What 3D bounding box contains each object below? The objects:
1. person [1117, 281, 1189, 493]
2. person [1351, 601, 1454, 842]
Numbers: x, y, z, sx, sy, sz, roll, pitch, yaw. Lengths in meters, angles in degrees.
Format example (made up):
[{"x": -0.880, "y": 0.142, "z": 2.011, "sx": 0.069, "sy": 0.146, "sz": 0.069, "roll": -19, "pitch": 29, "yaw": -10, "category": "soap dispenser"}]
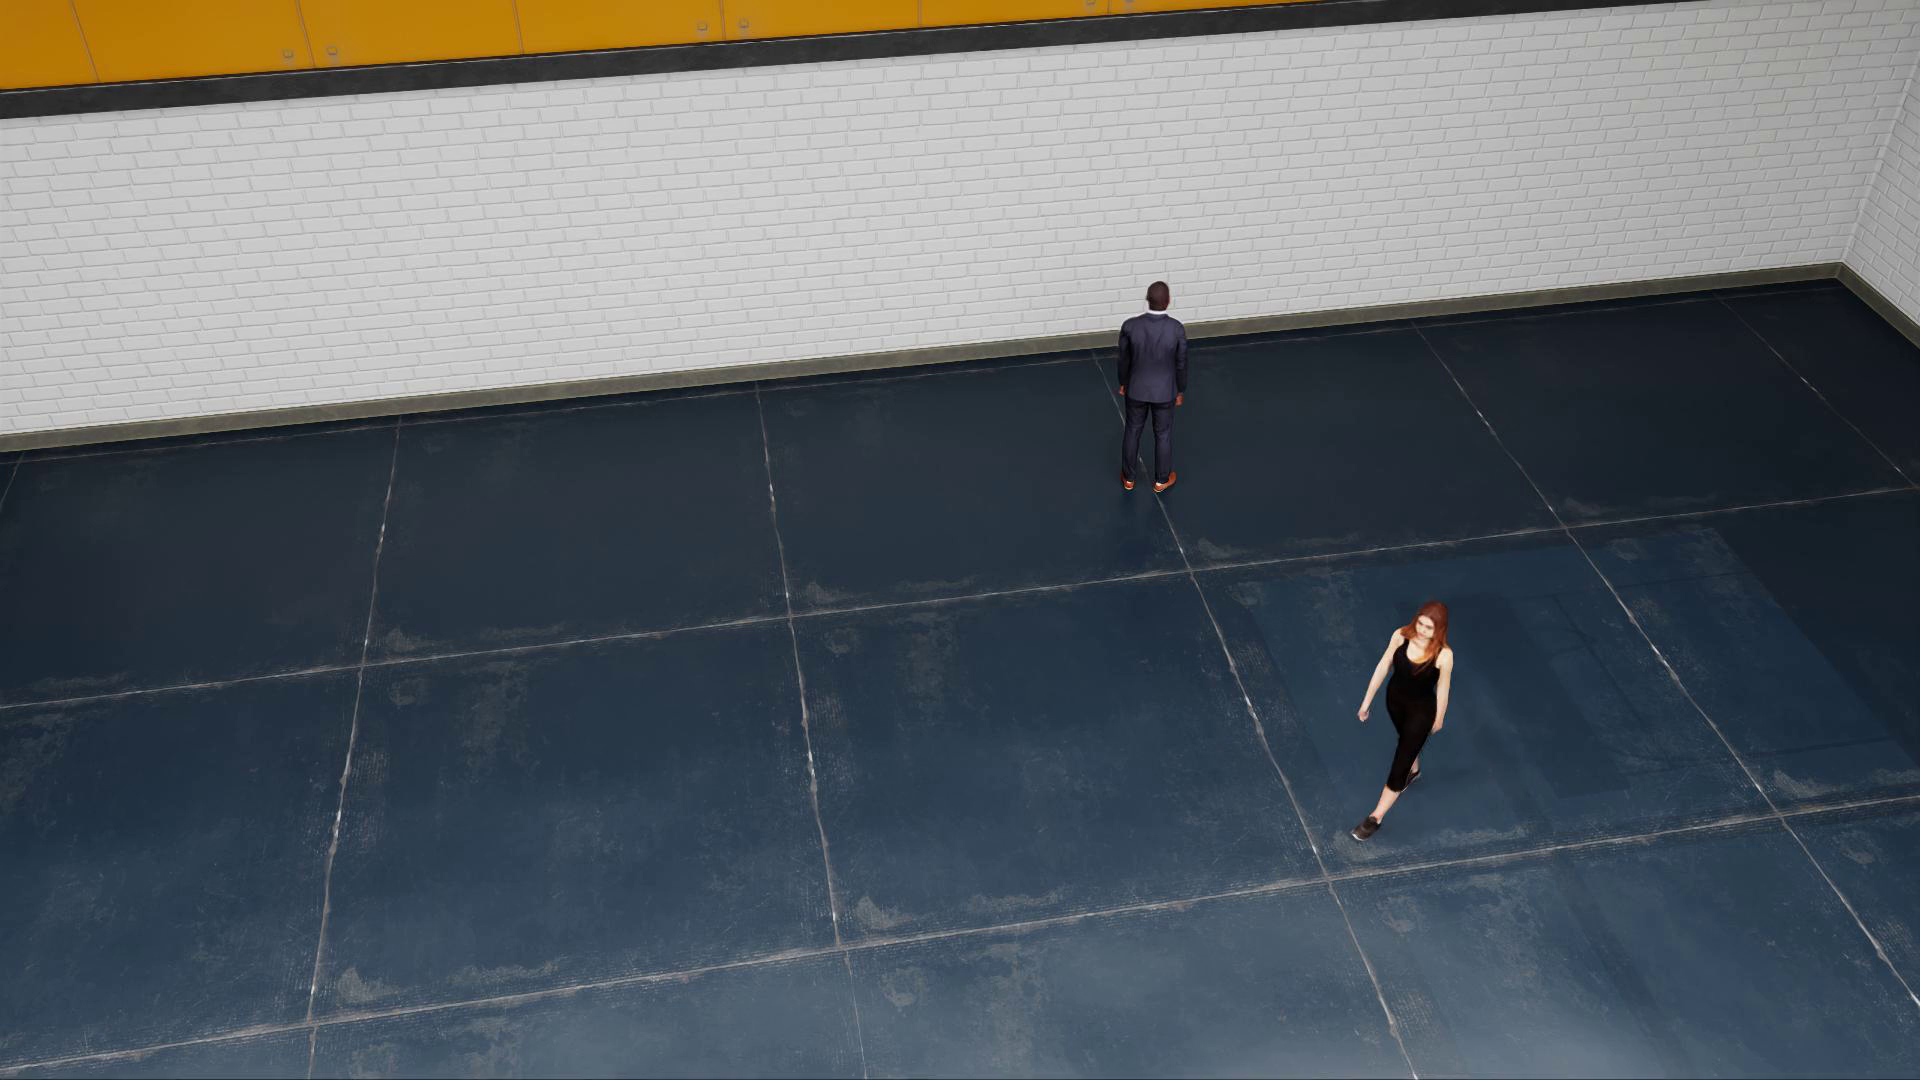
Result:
[{"x": 1.468, "y": -1.157, "z": 12.723, "sx": 0.784, "sy": 1.826, "sz": 0.769, "roll": 10, "pitch": 40, "yaw": 12, "category": "person"}, {"x": 2.802, "y": 0.981, "z": 10.156, "sx": 1.002, "sy": 1.688, "sz": 1.097, "roll": -28, "pitch": 46, "yaw": -30, "category": "person"}]
